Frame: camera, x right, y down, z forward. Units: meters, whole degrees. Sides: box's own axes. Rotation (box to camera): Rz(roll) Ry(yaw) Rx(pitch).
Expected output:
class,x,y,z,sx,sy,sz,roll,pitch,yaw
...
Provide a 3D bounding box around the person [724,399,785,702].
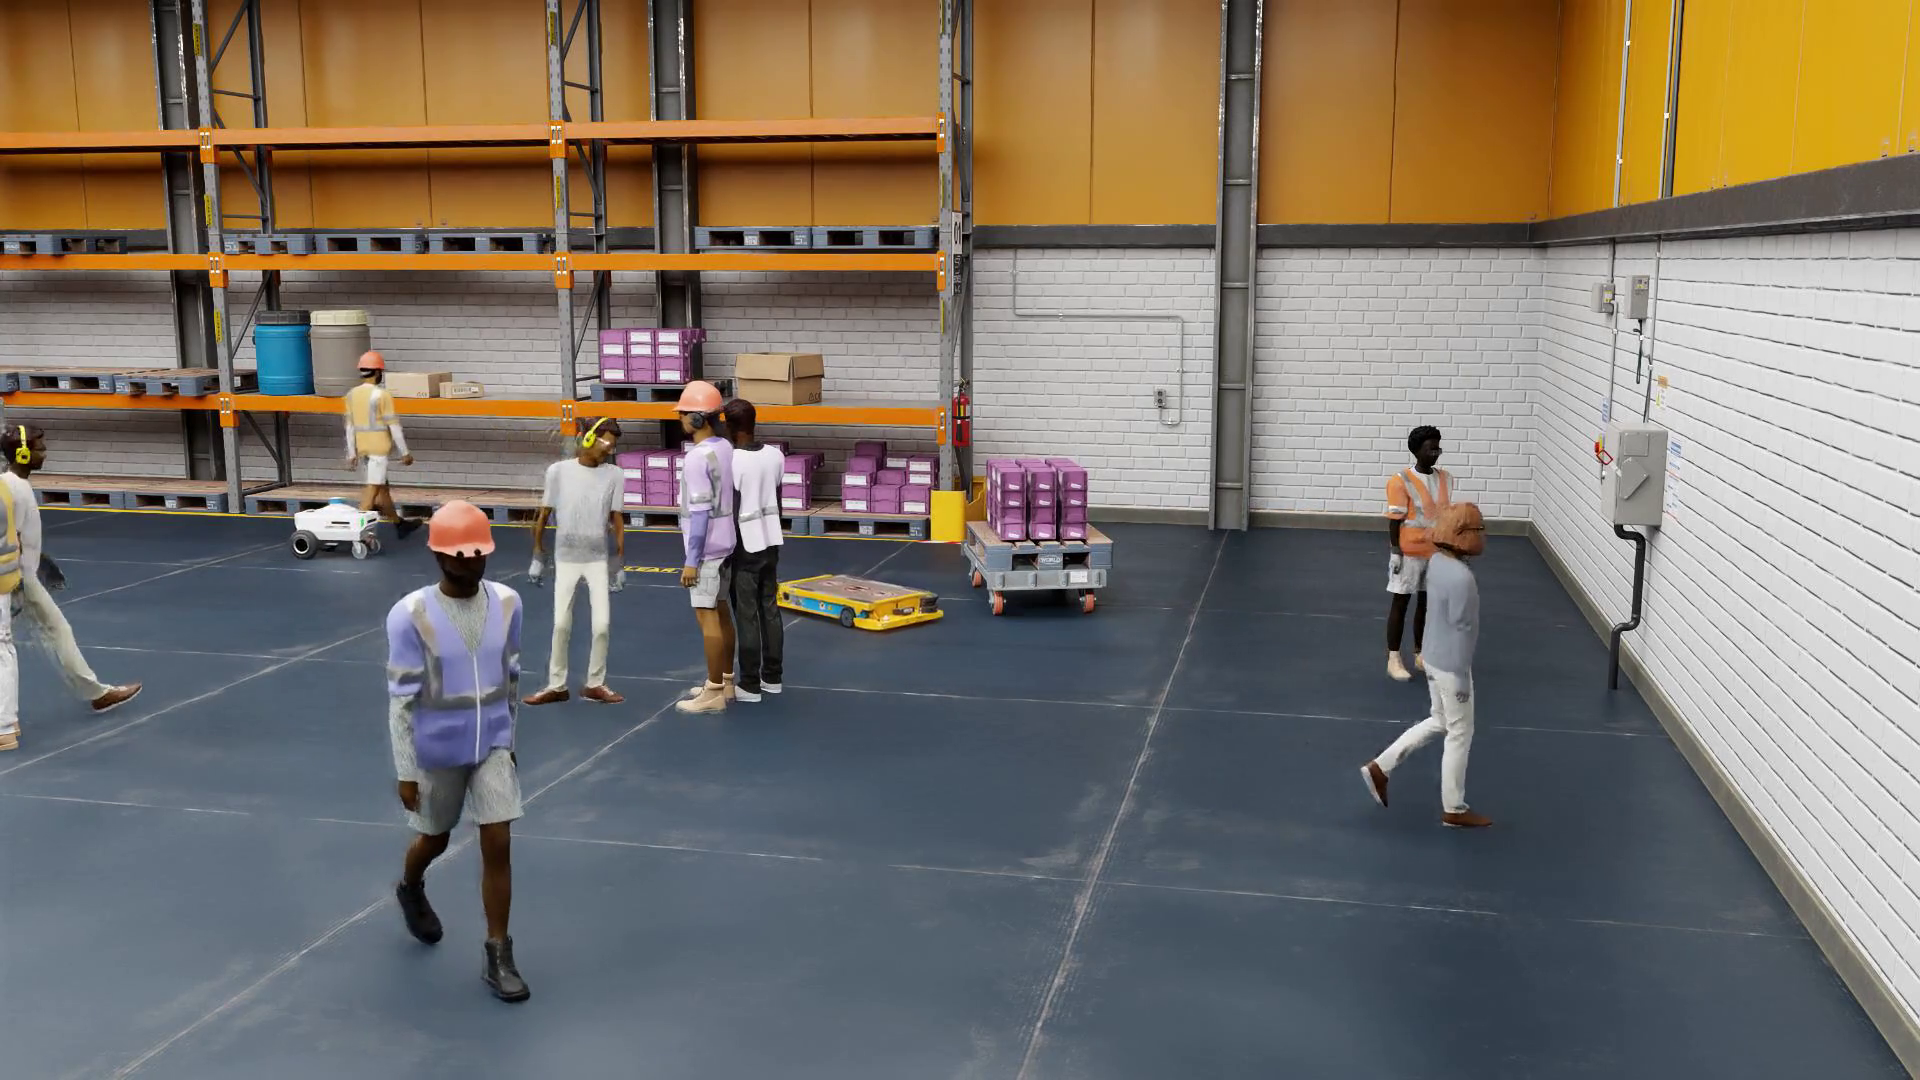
class,x,y,z,sx,sy,sz,roll,pitch,yaw
person,-1.320,0.067,10.487,0.391,1.913,0.588,6,11,30

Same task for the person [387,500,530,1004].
class,x,y,z,sx,sy,sz,roll,pitch,yaw
person,-1.975,0.761,6.431,0.557,1.904,0.907,-8,12,-40

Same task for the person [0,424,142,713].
class,x,y,z,sx,sy,sz,roll,pitch,yaw
person,-5.549,0.216,9.937,1.016,1.807,0.489,-9,13,-43

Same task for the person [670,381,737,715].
class,x,y,z,sx,sy,sz,roll,pitch,yaw
person,-1.566,0.047,10.206,0.370,2.048,0.607,1,10,9

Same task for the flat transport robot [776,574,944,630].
class,x,y,z,sx,sy,sz,roll,pitch,yaw
flat transport robot,-0.861,0.464,12.989,1.431,0.197,0.652,9,13,44

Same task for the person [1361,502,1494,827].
class,x,y,z,sx,sy,sz,roll,pitch,yaw
person,2.324,0.614,8.122,0.555,1.623,0.504,0,10,-1

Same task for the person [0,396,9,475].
class,x,y,z,sx,sy,sz,roll,pitch,yaw
person,-9.766,-0.893,16.670,0.299,1.745,0.483,2,10,9

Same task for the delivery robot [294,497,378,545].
class,x,y,z,sx,sy,sz,roll,pitch,yaw
delivery robot,-5.830,-0.159,15.565,0.707,0.478,0.477,1,10,7

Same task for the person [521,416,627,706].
class,x,y,z,sx,sy,sz,roll,pitch,yaw
person,-2.408,0.147,10.284,0.700,1.833,0.361,-3,10,-18

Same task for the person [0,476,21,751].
class,x,y,z,sx,sy,sz,roll,pitch,yaw
person,-5.563,0.281,9.430,0.429,1.844,0.625,-4,10,-23

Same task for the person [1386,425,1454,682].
class,x,y,z,sx,sy,sz,roll,pitch,yaw
person,3.049,0.084,11.027,0.538,1.696,0.317,-5,11,-27

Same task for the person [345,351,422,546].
class,x,y,z,sx,sy,sz,roll,pitch,yaw
person,-5.624,-0.883,16.183,0.559,1.887,0.953,6,11,32
